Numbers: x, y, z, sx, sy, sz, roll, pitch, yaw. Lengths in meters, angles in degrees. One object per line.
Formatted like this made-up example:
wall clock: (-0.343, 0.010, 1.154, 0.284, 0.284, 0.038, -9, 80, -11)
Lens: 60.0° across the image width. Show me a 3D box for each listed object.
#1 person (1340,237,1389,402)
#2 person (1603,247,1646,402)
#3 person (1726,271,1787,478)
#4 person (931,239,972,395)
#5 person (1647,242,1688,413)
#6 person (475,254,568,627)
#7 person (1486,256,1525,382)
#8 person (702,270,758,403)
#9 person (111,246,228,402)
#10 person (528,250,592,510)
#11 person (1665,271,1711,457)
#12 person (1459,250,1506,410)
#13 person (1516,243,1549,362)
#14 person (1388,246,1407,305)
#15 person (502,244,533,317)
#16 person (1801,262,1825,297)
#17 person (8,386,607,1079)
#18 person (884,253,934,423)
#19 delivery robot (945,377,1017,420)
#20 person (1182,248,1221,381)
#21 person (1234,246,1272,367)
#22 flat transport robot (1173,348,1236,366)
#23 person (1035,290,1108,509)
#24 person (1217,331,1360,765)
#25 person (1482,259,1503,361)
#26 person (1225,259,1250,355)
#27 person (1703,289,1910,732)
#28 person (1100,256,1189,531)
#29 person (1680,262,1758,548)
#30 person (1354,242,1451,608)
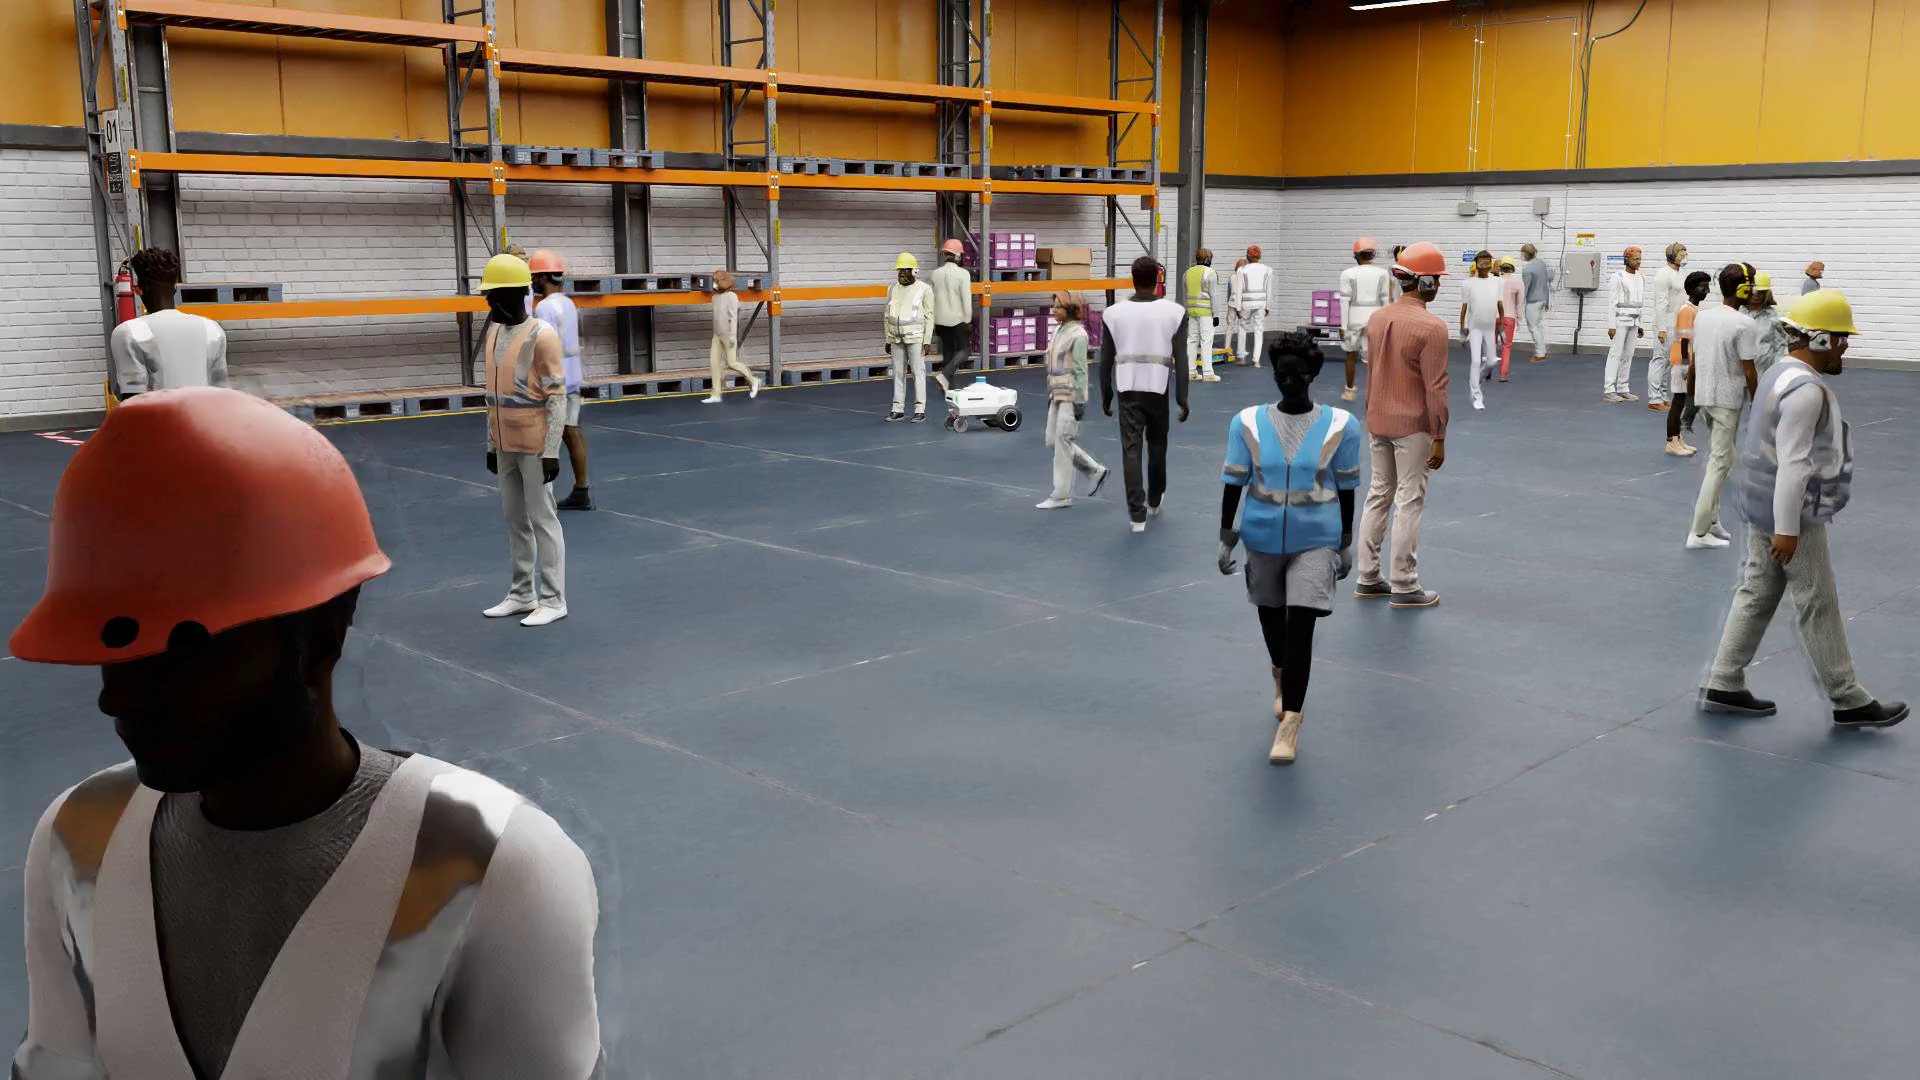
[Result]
person: (4.849, -2.615, 19.901, 0.616, 2.015, 0.950, -1, 10, -7)
person: (8.119, -2.624, 20.278, 0.584, 1.882, 0.337, -6, 12, -30)
person: (6.488, -1.332, 13.655, 0.483, 1.735, 0.340, 6, 12, 28)
person: (-0.123, -2.699, 20.423, 0.636, 1.980, 0.564, 8, 13, 38)
person: (8.142, -2.434, 19.098, 0.372, 1.940, 0.627, 8, 13, 38)
person: (-2.289, -0.511, 8.643, 0.594, 1.924, 0.382, 9, 14, 40)
person: (7.541, -3.064, 23.090, 0.534, 1.732, 0.507, 4, 11, 22)
person: (-2.808, -2.475, 20.213, 0.503, 1.607, 0.686, 10, 14, 42)
person: (-4.018, -0.505, 8.500, 0.361, 1.962, 0.618, 6, 12, 30)
person: (-3.058, -1.154, 12.181, 0.728, 1.909, 0.565, 2, 11, 11)
person: (6.706, -1.621, 15.312, 0.317, 1.698, 0.540, 6, 12, 31)
person: (6.118, -2.469, 19.508, 0.542, 1.854, 0.628, 0, 10, 0)
person: (9.159, -3.779, 26.546, 0.503, 1.895, 0.668, 9, 14, 42)
person: (7.274, -3.976, 27.751, 0.474, 1.845, 0.542, 3, 11, 15)
person: (-4.132, -1.770, 15.474, 0.378, 1.940, 0.629, 2, 11, 11)
person: (12.901, -3.365, 25.015, 0.599, 1.614, 0.530, 9, 14, 41)
person: (-0.628, 0.825, 1.443, 0.559, 1.889, 0.976, 4, 11, 19)
person: (-0.571, -2.184, 18.024, 0.594, 1.832, 0.404, 5, 12, 27)
delivery robot: (0.215, -1.451, 17.257, 0.707, 0.478, 0.477, -4, 11, -20)
person: (3.385, -3.131, 23.178, 0.429, 1.839, 0.621, -8, 13, -38)
person: (4.521, -3.617, 25.781, 0.580, 1.860, 0.780, -1, 10, -3)
flat transport robot: (3.765, -2.894, 26.153, 0.652, 0.197, 1.431, 6, 12, 31)
person: (0.831, -1.042, 12.341, 0.531, 1.624, 0.526, -3, 11, -16)
person: (1.318, -0.013, 6.664, 0.538, 1.658, 0.862, 4, 11, 20)
person: (8.641, -3.711, 26.896, 0.285, 1.631, 0.501, 7, 12, 32)
person: (4.717, -3.915, 28.035, 0.541, 1.629, 0.388, 9, 14, 41)
person: (3.517, -0.120, 6.849, 0.763, 1.795, 0.619, 3, 11, 14)
person: (1.289, -1.041, 11.691, 0.615, 1.863, 0.984, 1, 10, 5)
person: (4.978, -0.860, 10.756, 0.598, 1.848, 0.553, -3, 11, -15)
person: (2.439, -0.616, 9.069, 0.396, 1.989, 0.619, -5, 11, -24)
